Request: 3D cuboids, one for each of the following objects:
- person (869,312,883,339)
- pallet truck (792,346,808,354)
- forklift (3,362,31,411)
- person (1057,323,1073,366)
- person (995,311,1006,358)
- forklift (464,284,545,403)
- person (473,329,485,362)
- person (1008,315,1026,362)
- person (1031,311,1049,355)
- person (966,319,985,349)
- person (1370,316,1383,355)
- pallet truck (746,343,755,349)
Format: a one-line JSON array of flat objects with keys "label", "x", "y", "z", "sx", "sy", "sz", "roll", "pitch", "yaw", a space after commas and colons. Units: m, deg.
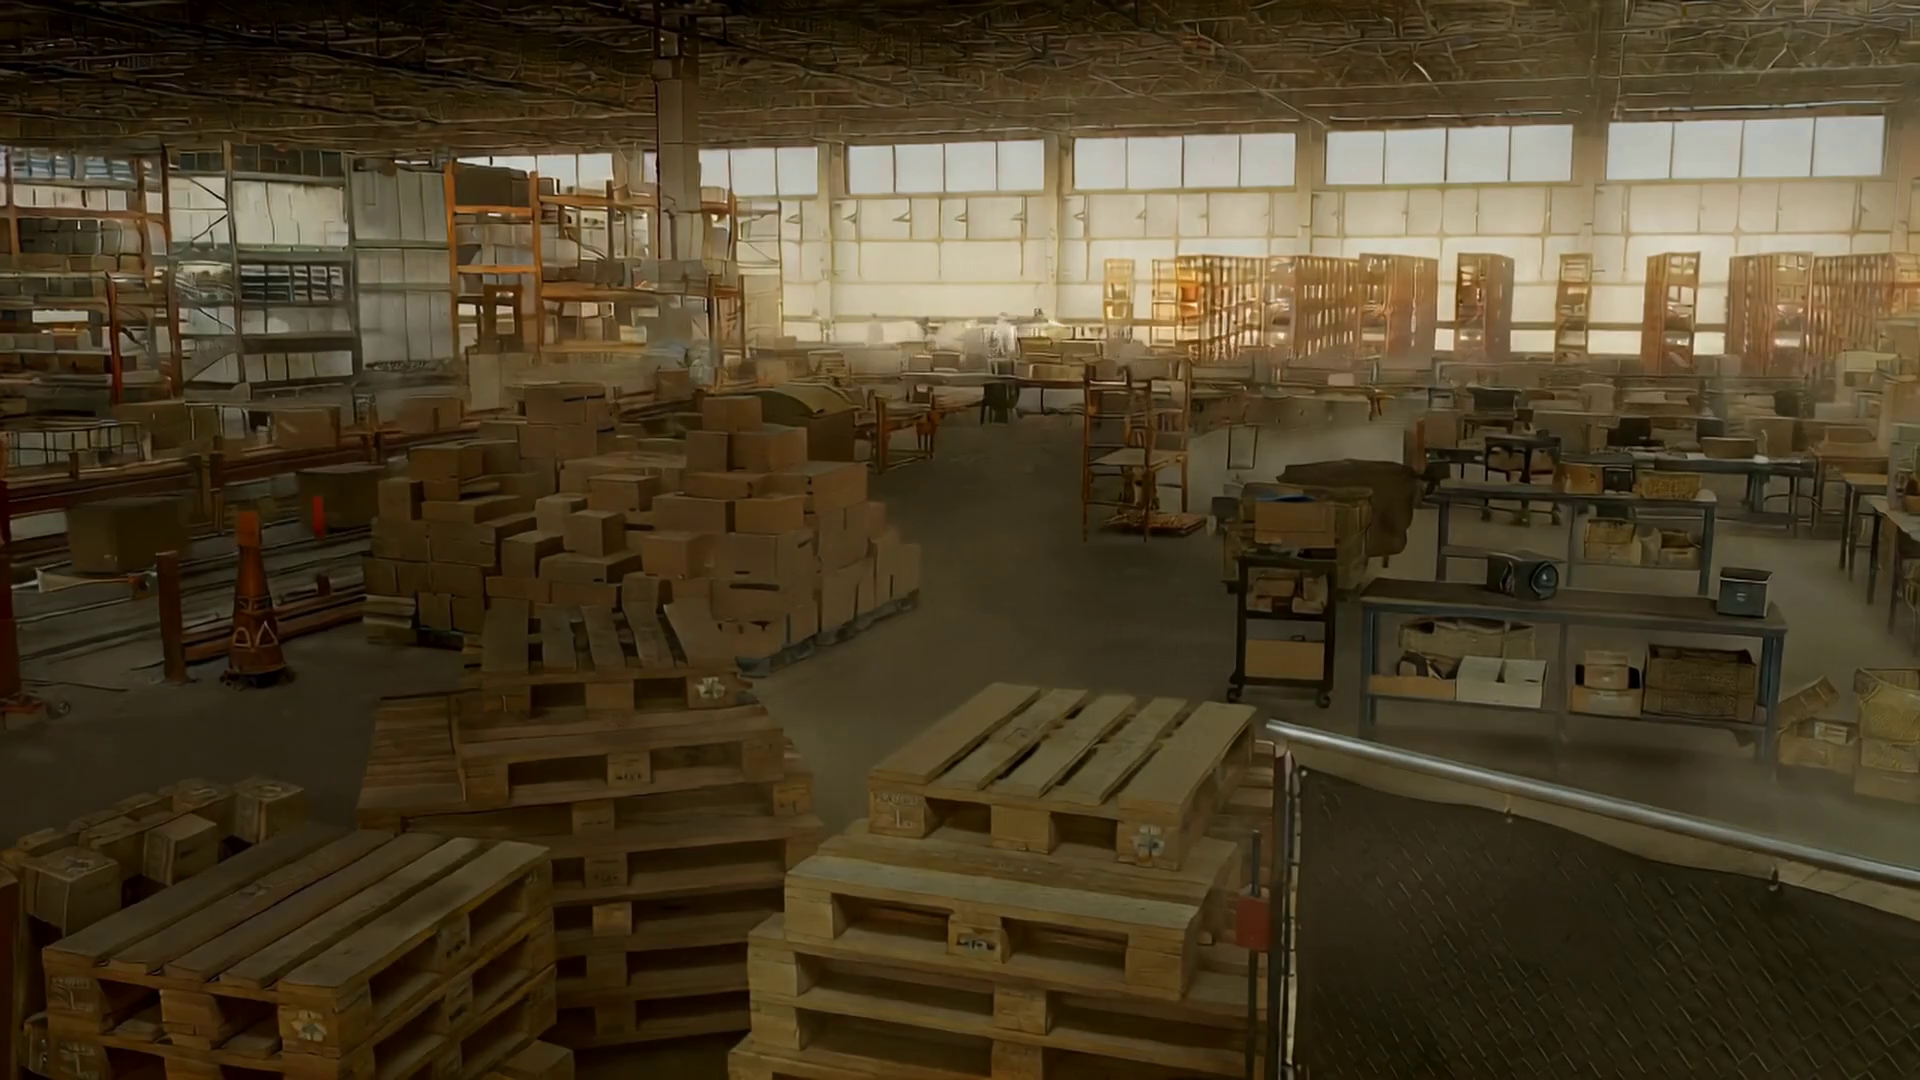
[{"label": "person", "x": -2.985, "y": -7.235, "z": 59.112, "sx": 0.570, "sy": 1.733, "sz": 0.718, "roll": -5, "pitch": 10, "yaw": -26}, {"label": "pallet truck", "x": -3.705, "y": -4.298, "z": 42.022, "sx": 0.653, "sy": 1.274, "sz": 1.630, "roll": 3, "pitch": 10, "yaw": 20}, {"label": "forklift", "x": -21.415, "y": -4.221, "z": 36.592, "sx": 1.873, "sy": 2.768, "sz": 1.129, "roll": -5, "pitch": 11, "yaw": -30}, {"label": "person", "x": 2.381, "y": -3.911, "z": 37.562, "sx": 0.388, "sy": 1.947, "sz": 0.611, "roll": -1, "pitch": 9, "yaw": -7}, {"label": "person", "x": 1.510, "y": -7.510, "z": 60.840, "sx": 0.485, "sy": 1.734, "sz": 0.353, "roll": -8, "pitch": 12, "yaw": -42}, {"label": "forklift", "x": -10.832, "y": -4.702, "z": 39.610, "sx": 1.129, "sy": 2.768, "sz": 1.873, "roll": 3, "pitch": 10, "yaw": 20}, {"label": "person", "x": -12.047, "y": -4.482, "z": 41.971, "sx": 0.321, "sy": 1.694, "sz": 0.534, "roll": 7, "pitch": 12, "yaw": 39}, {"label": "person", "x": 1.721, "y": -5.976, "z": 50.952, "sx": 0.580, "sy": 1.818, "sz": 0.861, "roll": -5, "pitch": 10, "yaw": -27}, {"label": "person", "x": 2.658, "y": -6.739, "z": 55.646, "sx": 0.664, "sy": 1.851, "sz": 1.012, "roll": -3, "pitch": 10, "yaw": -18}, {"label": "person", "x": 0.458, "y": -5.188, "z": 45.976, "sx": 0.586, "sy": 1.822, "sz": 0.403, "roll": 5, "pitch": 10, "yaw": 29}, {"label": "person", "x": 13.634, "y": -6.519, "z": 54.396, "sx": 0.628, "sy": 1.799, "sz": 0.802, "roll": 2, "pitch": 9, "yaw": 12}, {"label": "pallet truck", "x": -6.183, "y": -4.618, "z": 44.264, "sx": 1.601, "sy": 1.201, "sz": 0.680, "roll": -9, "pitch": 12, "yaw": -43}]
